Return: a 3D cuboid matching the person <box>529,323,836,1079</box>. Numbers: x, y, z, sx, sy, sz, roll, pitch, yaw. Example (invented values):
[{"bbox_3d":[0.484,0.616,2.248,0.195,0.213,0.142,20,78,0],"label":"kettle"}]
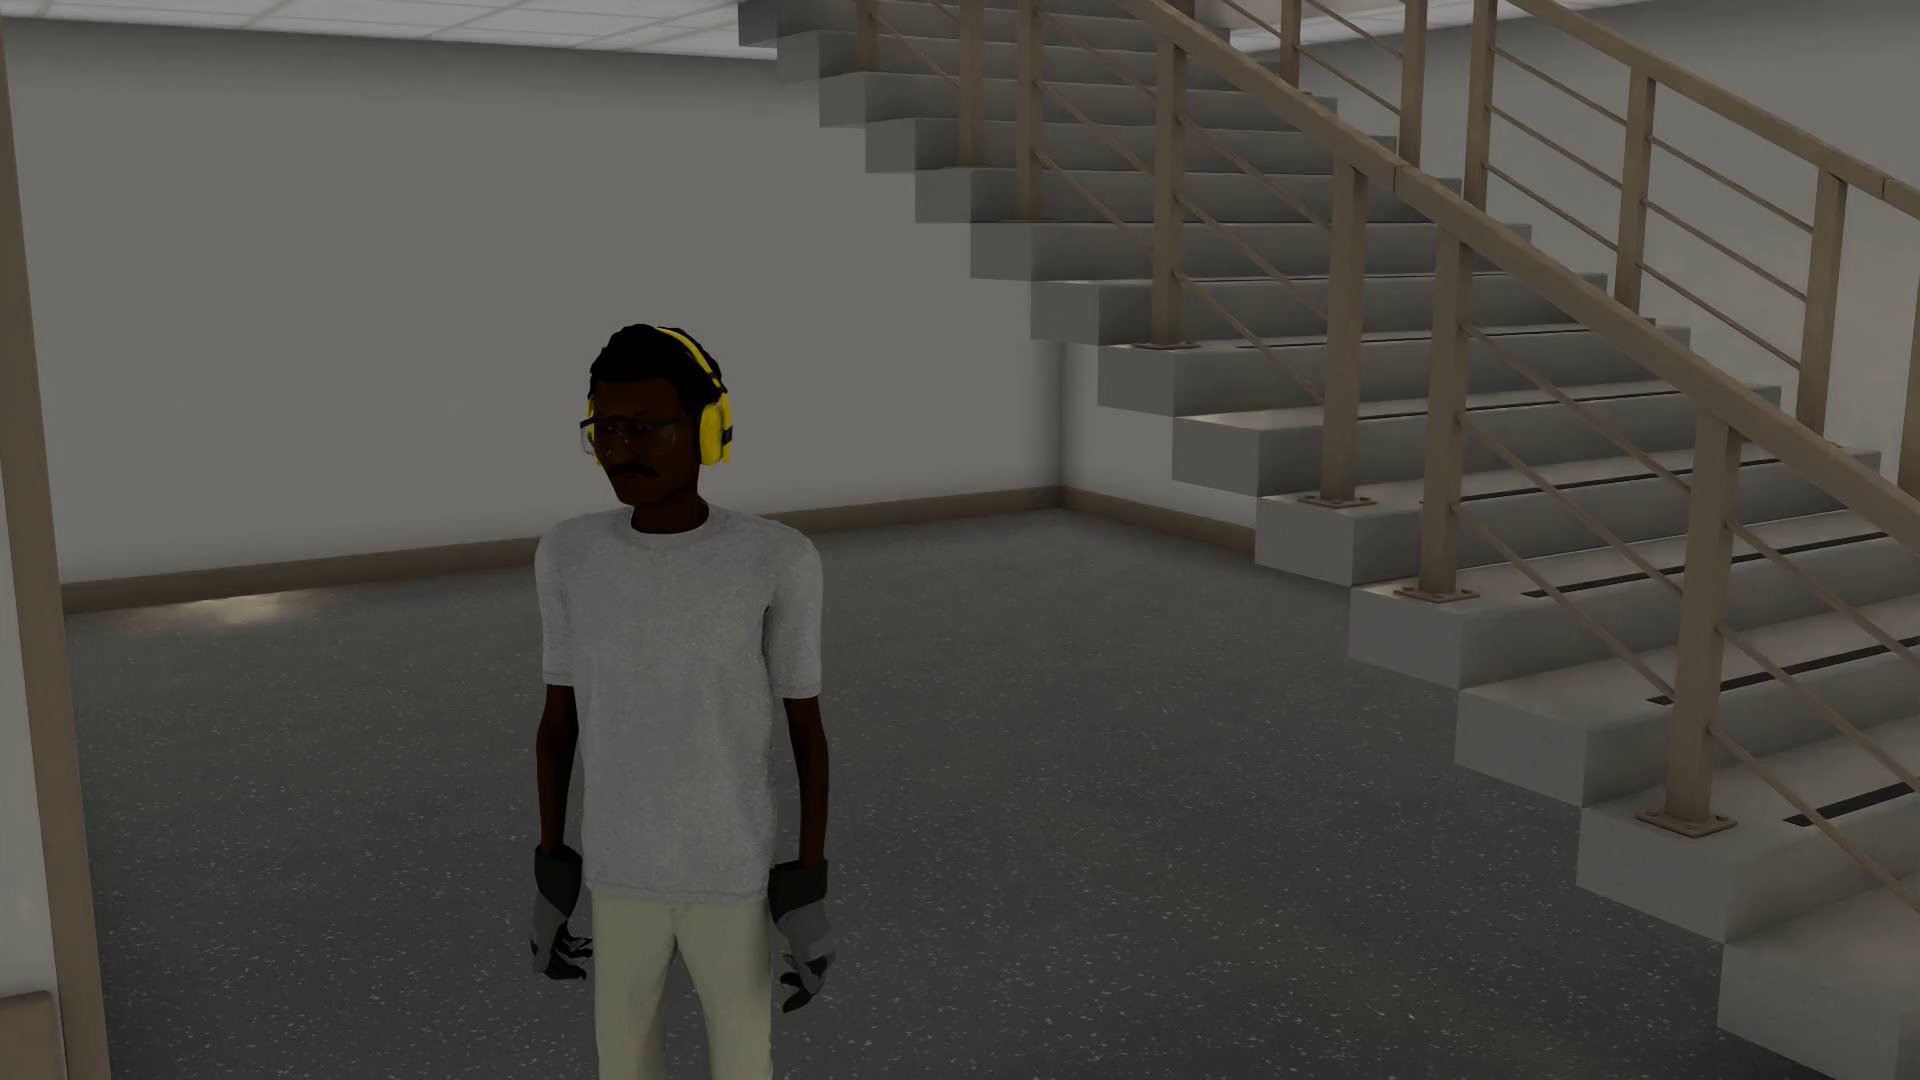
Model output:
[{"bbox_3d":[-0.468,0.579,2.754,0.532,1.869,0.311,2,11,10],"label":"person"}]
